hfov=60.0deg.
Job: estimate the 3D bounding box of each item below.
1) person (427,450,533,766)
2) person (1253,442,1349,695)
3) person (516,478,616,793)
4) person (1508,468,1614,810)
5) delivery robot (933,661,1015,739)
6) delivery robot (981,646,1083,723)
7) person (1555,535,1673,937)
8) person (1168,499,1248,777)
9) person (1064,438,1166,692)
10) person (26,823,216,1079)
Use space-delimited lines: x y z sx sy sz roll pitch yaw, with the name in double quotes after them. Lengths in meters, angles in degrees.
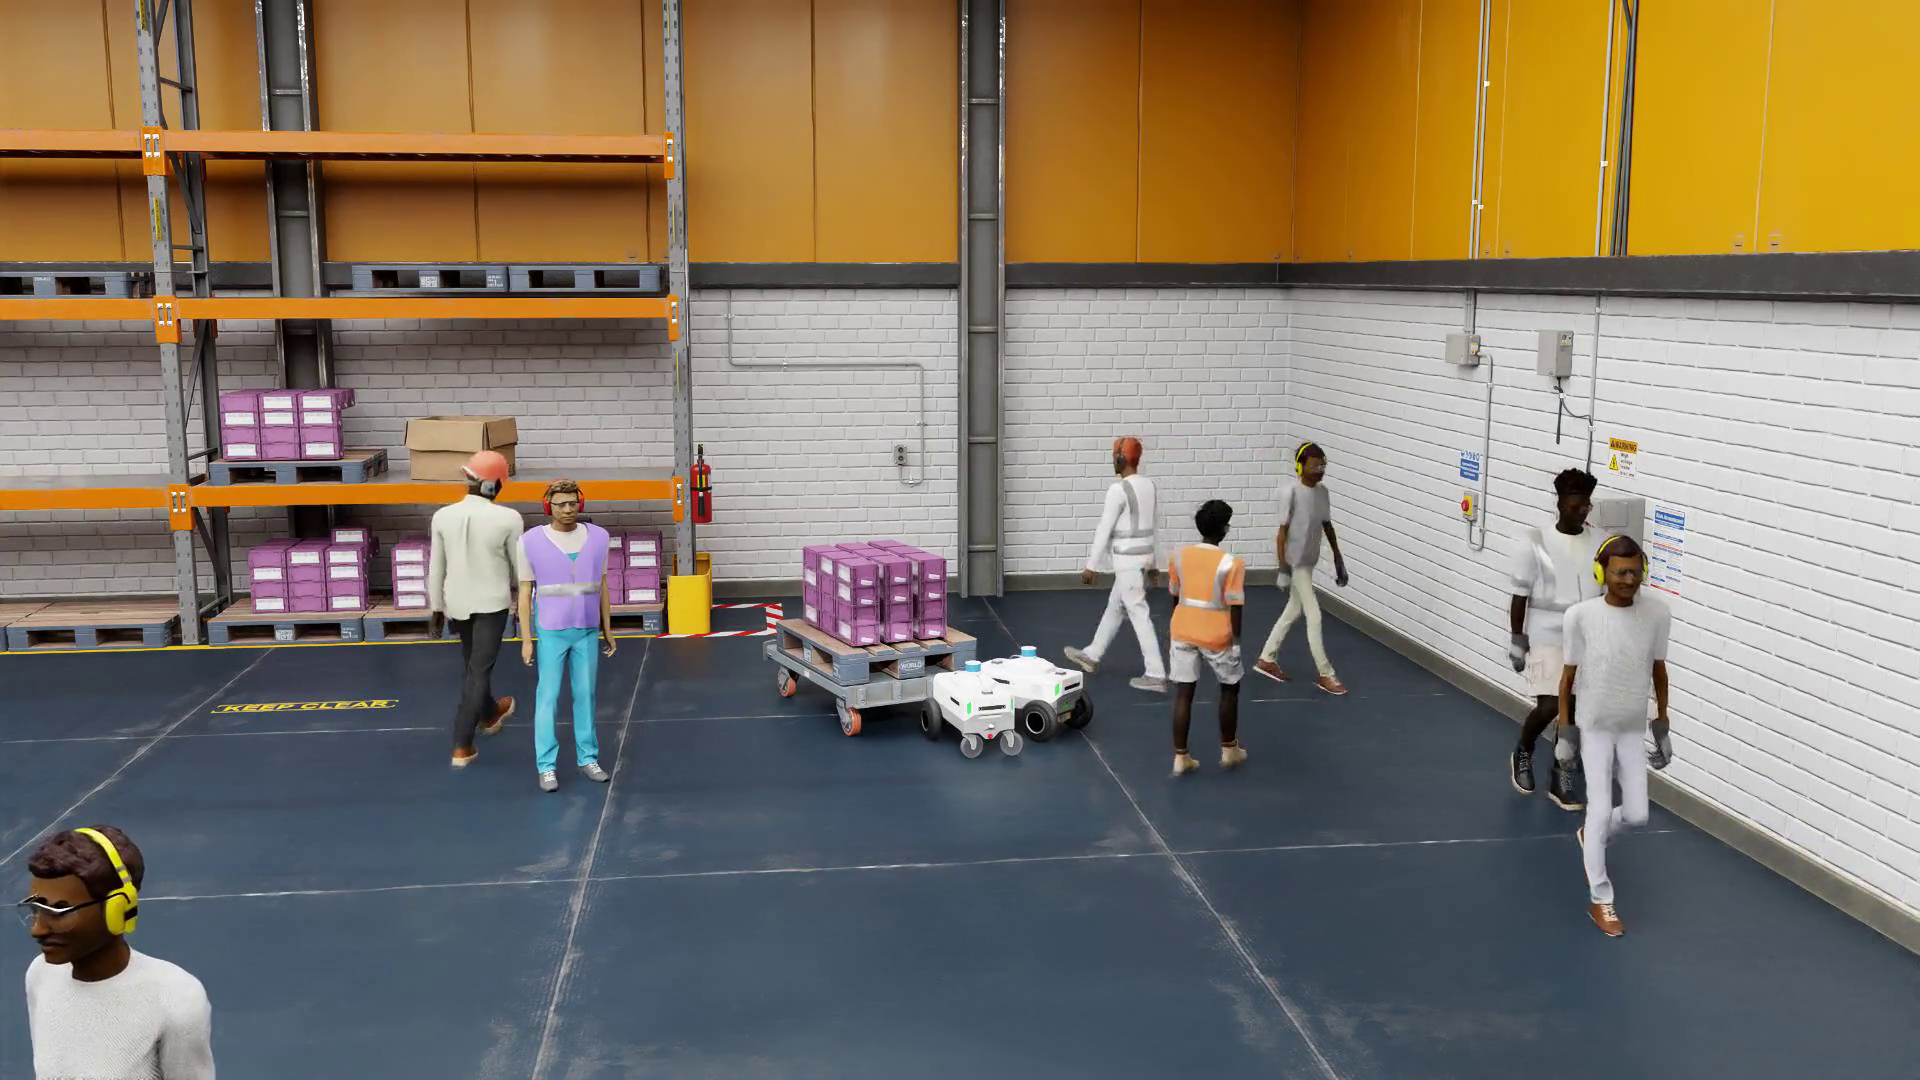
-3.006 0.396 10.528 0.603 1.921 1.036 2 9 14 "person"
2.489 0.190 12.161 0.797 1.828 0.645 7 12 38 "person"
-2.328 0.544 9.832 0.571 1.843 0.373 -6 11 -35 "person"
3.432 0.555 9.418 0.619 1.950 0.418 -1 9 -9 "person"
0.085 1.015 10.616 0.477 0.478 0.707 -3 10 -19 "delivery robot"
0.452 0.948 11.035 0.707 0.478 0.477 7 11 37 "delivery robot"
3.032 0.869 7.775 0.549 1.853 0.585 0 9 -1 "person"
1.527 0.581 10.115 0.553 1.667 0.677 7 11 36 "person"
1.155 0.163 12.242 0.968 1.835 0.580 6 11 33 "person"
-1.838 1.523 3.647 0.521 1.873 0.334 3 10 20 "person"
